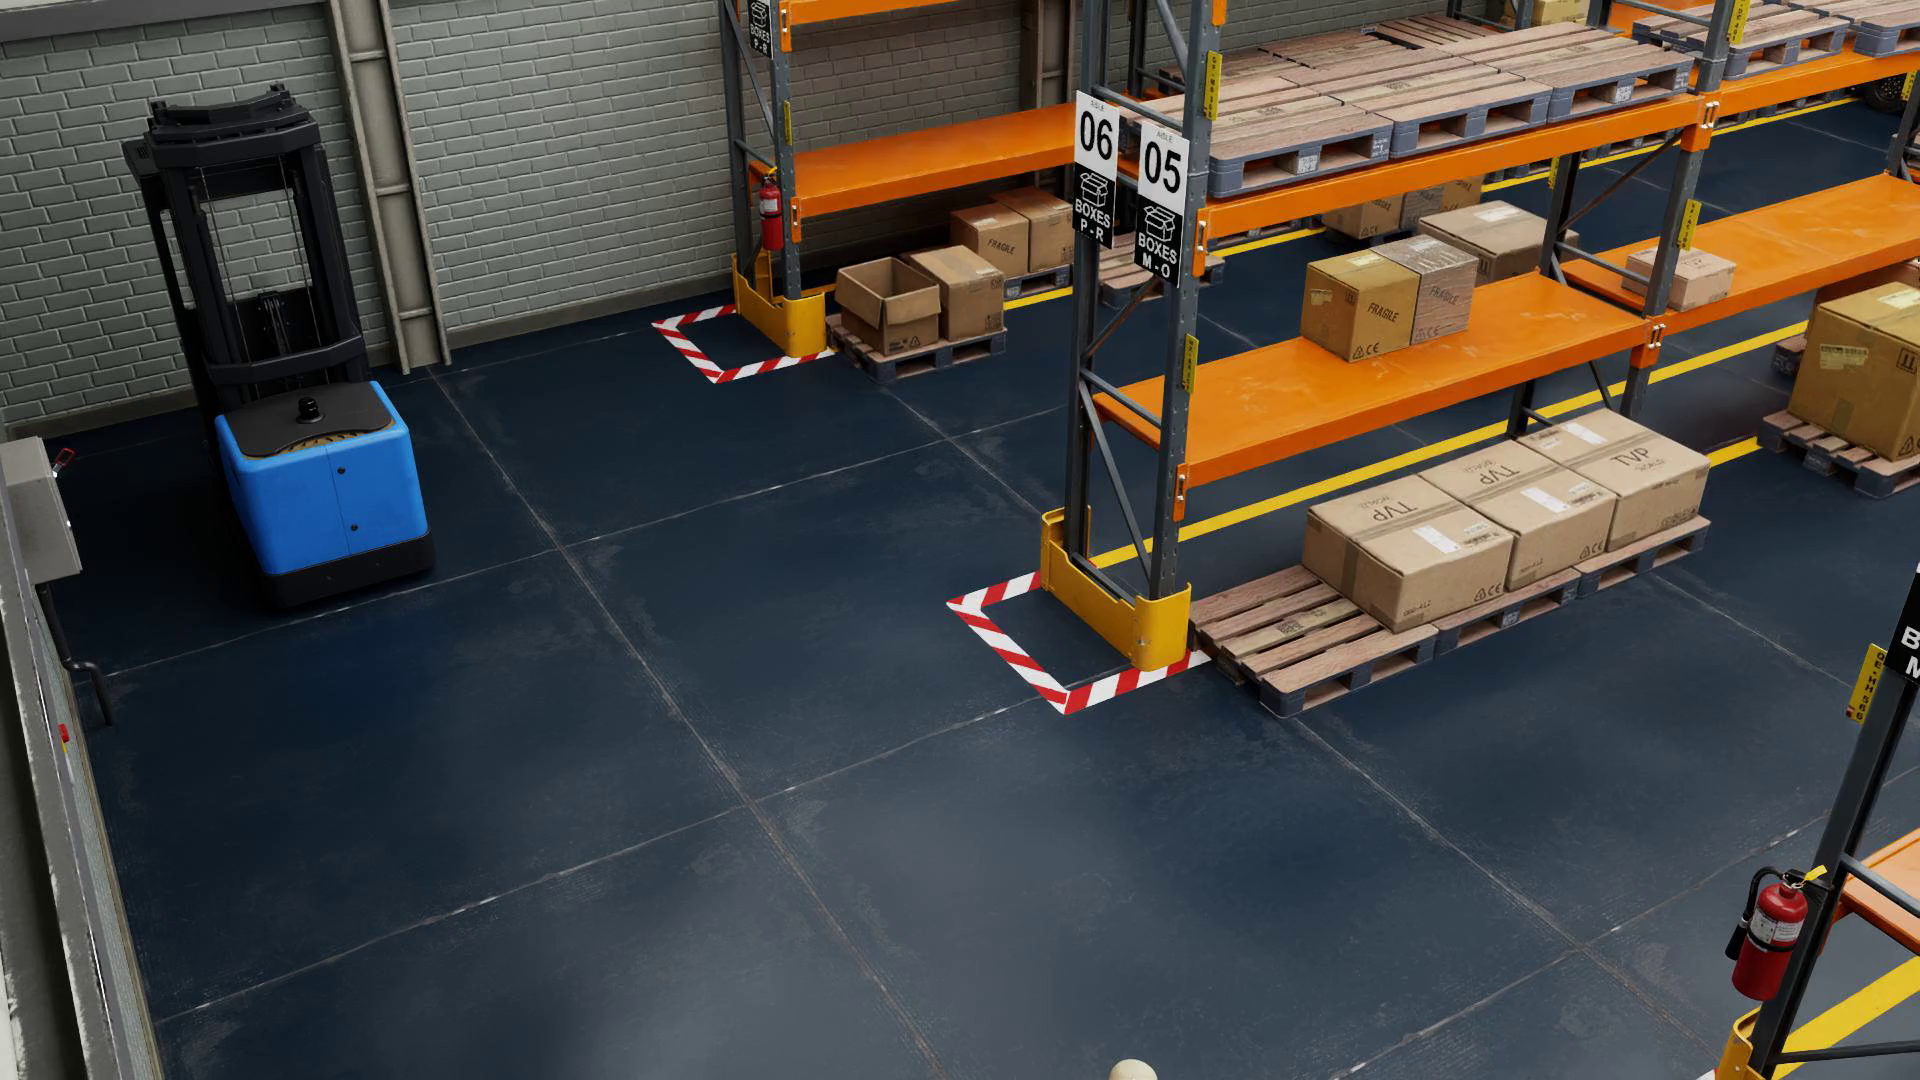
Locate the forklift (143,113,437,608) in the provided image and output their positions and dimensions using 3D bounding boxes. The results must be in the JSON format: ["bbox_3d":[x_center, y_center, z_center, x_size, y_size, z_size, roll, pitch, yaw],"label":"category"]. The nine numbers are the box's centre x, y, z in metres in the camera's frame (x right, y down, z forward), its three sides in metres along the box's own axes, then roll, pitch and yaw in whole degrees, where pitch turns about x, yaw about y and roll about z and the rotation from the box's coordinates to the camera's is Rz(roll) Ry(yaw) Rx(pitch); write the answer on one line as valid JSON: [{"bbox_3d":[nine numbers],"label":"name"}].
[{"bbox_3d":[-4.289,-1.259,10.509,1.129,2.768,1.873,-17,36,-26],"label":"forklift"}]

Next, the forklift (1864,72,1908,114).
[{"bbox_3d":[11.468,-5.645,18.244,1.214,2.155,2.313,-17,36,-26],"label":"forklift"}]

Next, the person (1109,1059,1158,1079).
[{"bbox_3d":[0.544,2.376,5.644,0.606,1.797,0.375,4,32,6],"label":"person"}]
